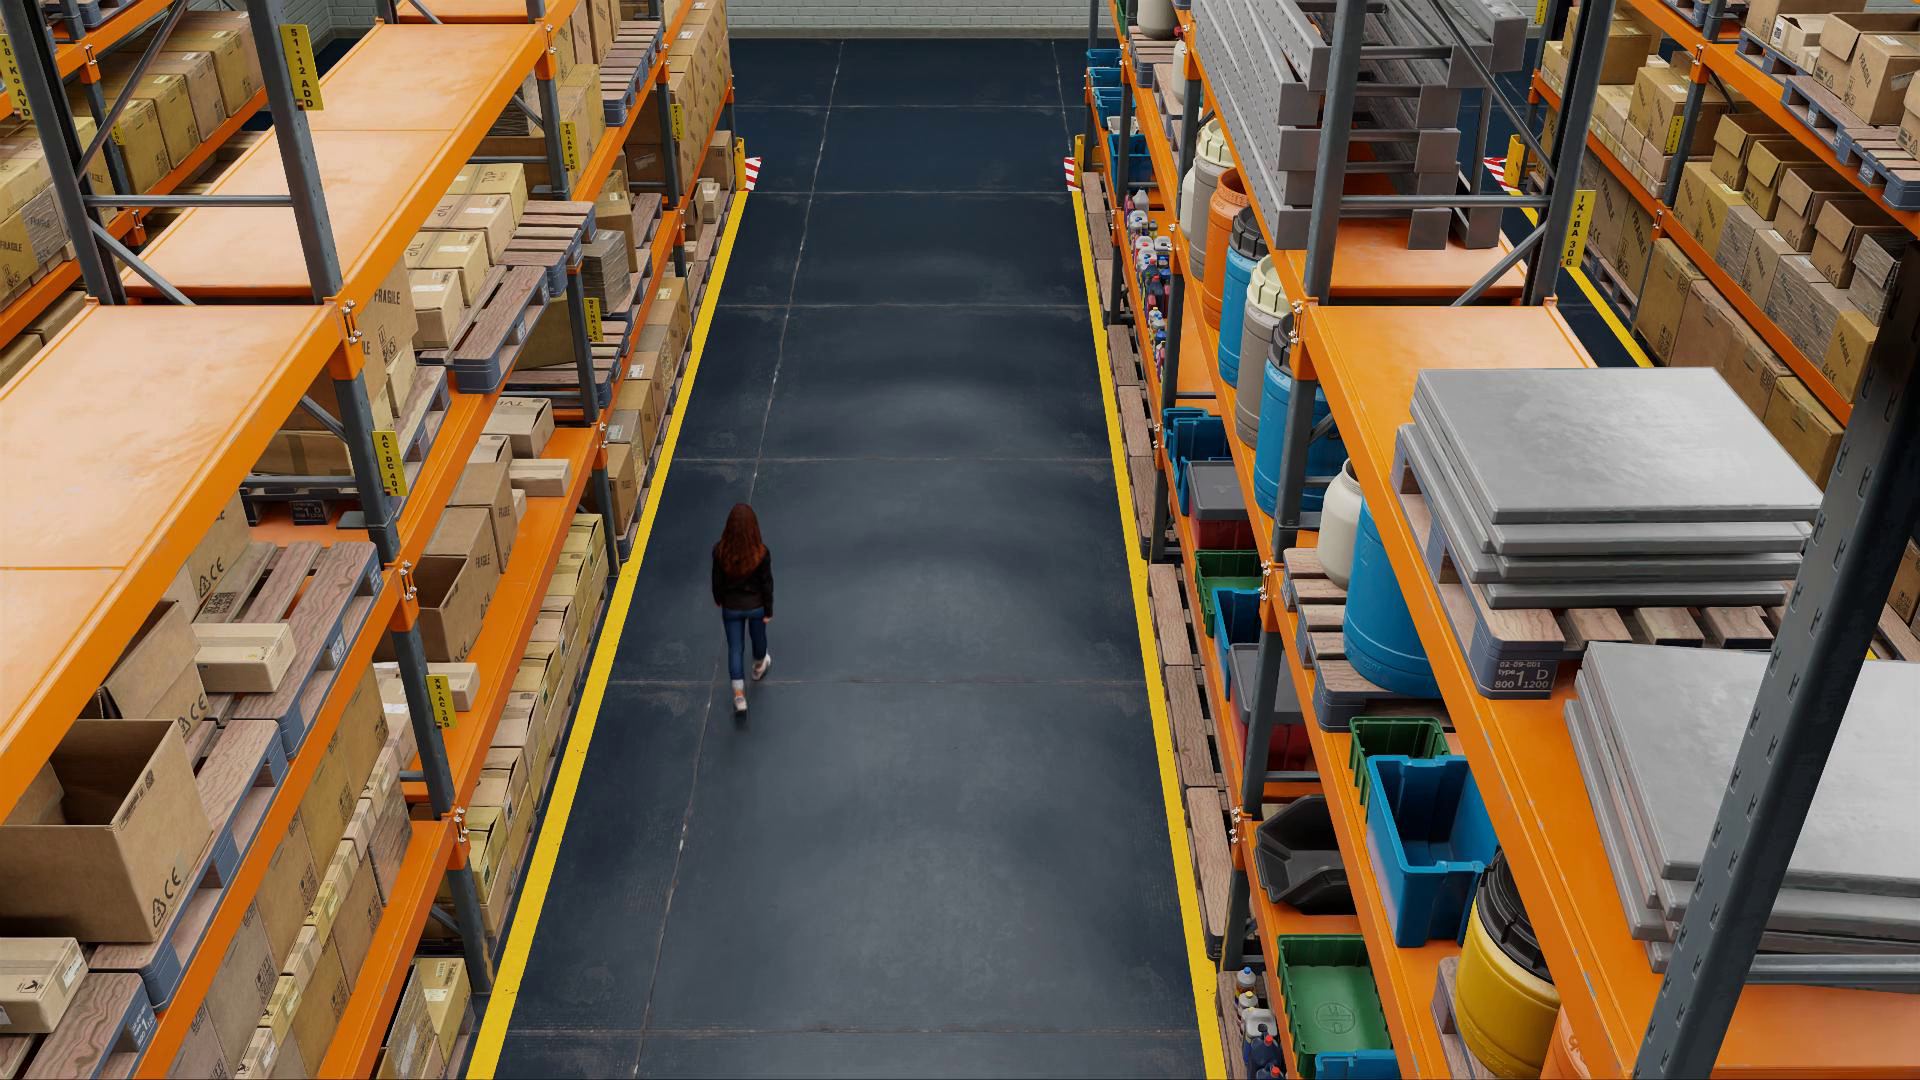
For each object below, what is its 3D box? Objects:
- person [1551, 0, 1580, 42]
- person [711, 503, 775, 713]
[{"bbox_3d":[7.933,-7.011,21.859,0.800,1.863,0.624,-9,34,-13],"label":"person"},{"bbox_3d":[-1.410,0.449,10.758,0.585,1.459,0.936,-2,33,-3],"label":"person"}]
